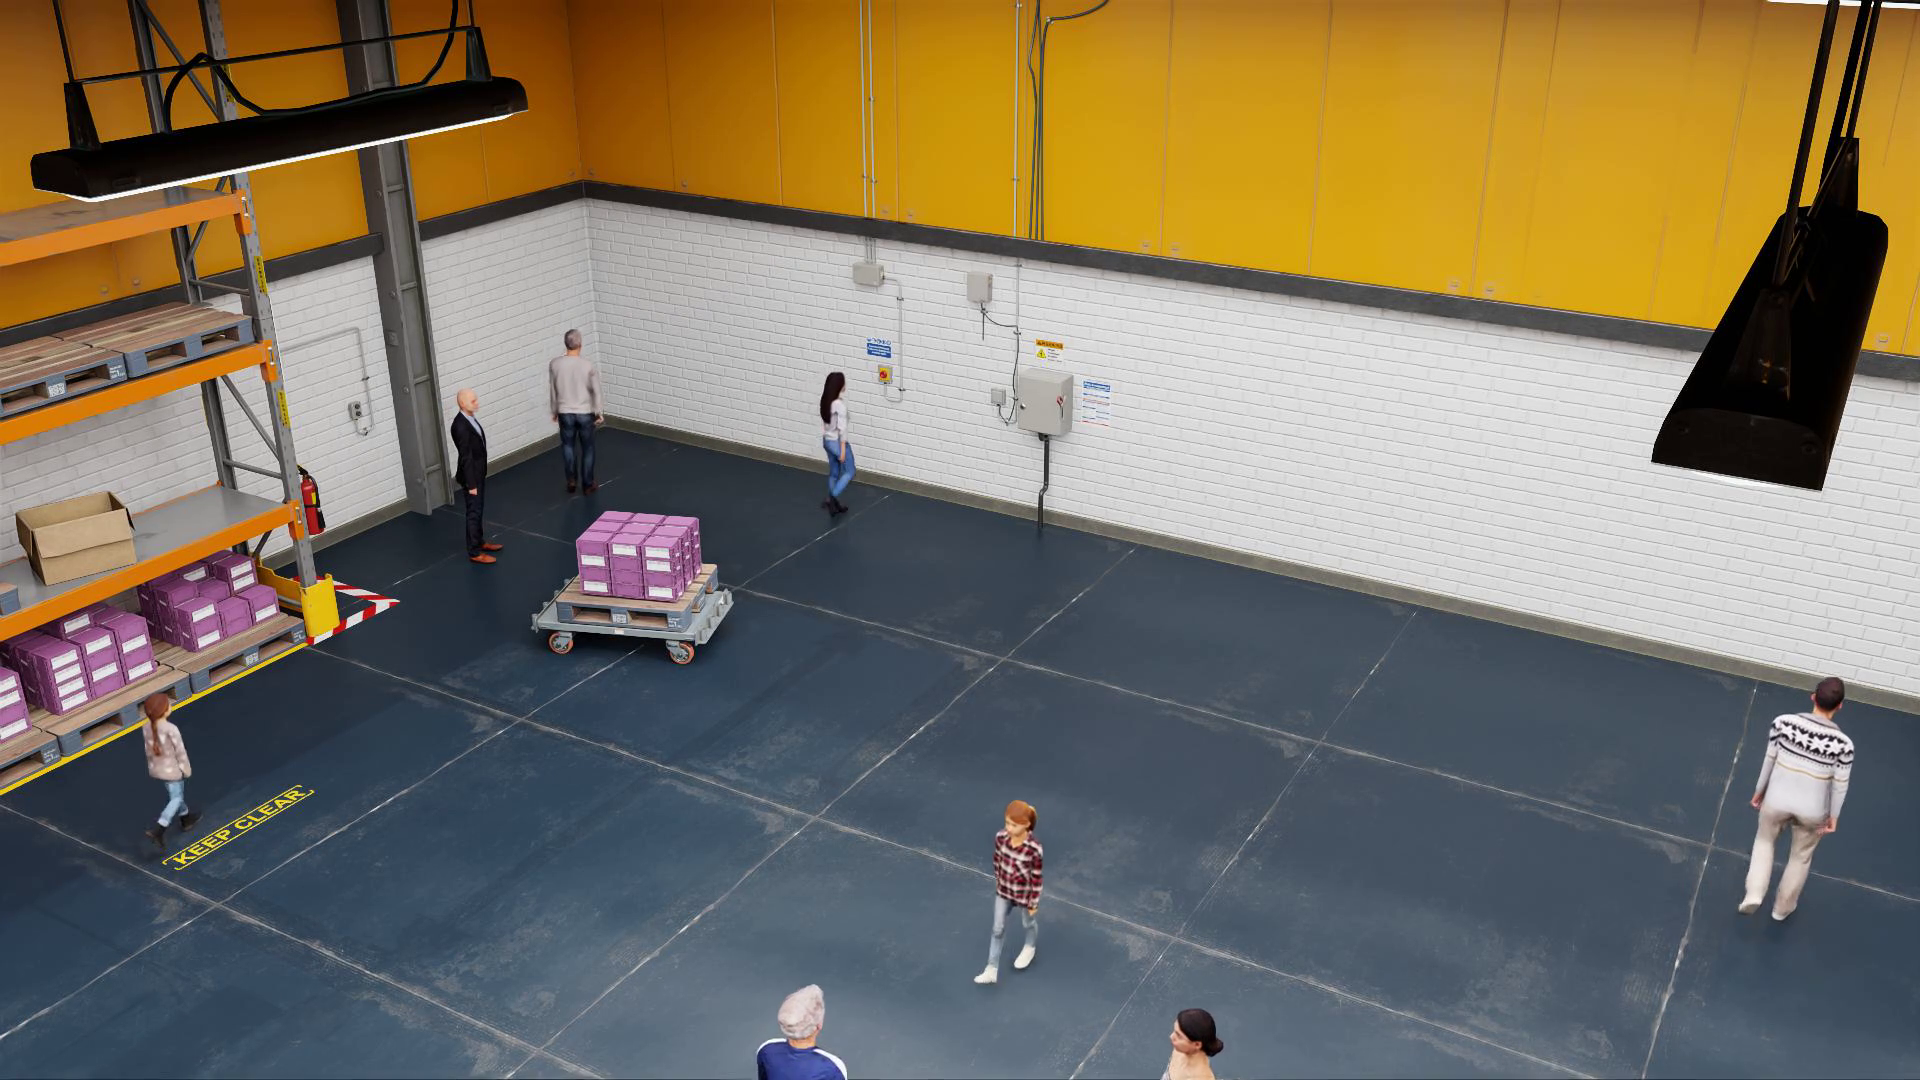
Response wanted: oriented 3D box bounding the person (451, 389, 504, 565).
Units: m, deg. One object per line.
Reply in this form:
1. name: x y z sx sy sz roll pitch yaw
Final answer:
1. person: -4.910 -0.665 16.758 0.826 1.797 0.718 -2 24 -5

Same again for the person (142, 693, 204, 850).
1. person: -5.822 1.686 12.149 0.580 1.180 0.822 8 25 17

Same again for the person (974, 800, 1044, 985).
1. person: 0.414 2.231 10.776 0.548 1.281 0.817 14 27 29

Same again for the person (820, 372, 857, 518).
1. person: -1.385 -0.994 17.728 0.751 1.623 0.714 -18 29 -35

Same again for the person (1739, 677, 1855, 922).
1. person: 5.559 1.787 11.101 0.748 1.835 0.824 17 29 34

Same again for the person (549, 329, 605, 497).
1. person: -4.214 -1.343 18.190 0.931 1.893 0.988 0 24 1

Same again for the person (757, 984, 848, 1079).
1. person: -0.800 3.069 8.220 0.726 1.794 1.212 11 26 23

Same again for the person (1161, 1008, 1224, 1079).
1. person: 1.230 3.073 8.234 1.052 1.775 1.122 -1 24 -2
